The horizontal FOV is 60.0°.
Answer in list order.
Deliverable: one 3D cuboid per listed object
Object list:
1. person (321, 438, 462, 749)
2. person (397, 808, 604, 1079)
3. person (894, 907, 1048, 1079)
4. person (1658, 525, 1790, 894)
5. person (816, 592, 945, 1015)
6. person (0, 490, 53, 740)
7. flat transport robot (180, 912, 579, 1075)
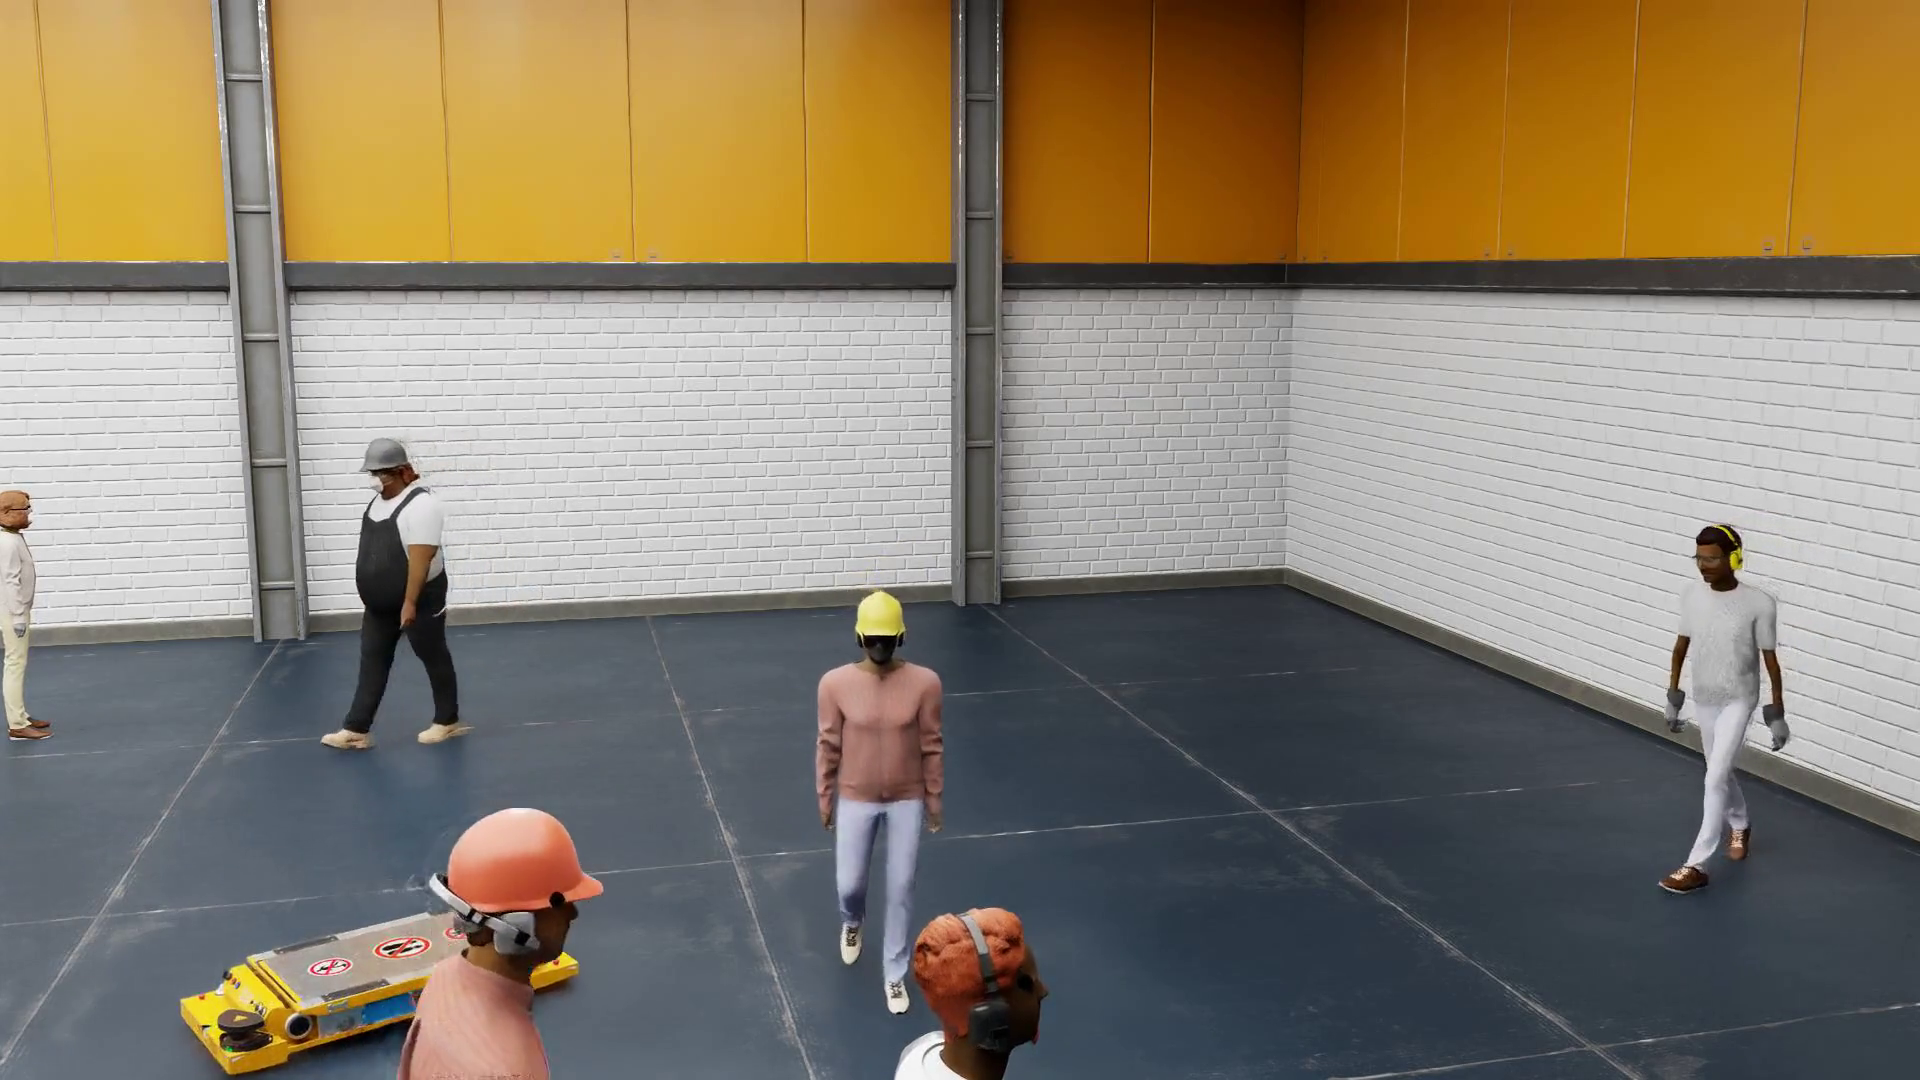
[{"bbox_3d":[-3.620,0.338,10.530,0.701,2.000,0.950,7,11,36],"label":"person"},{"bbox_3d":[-0.938,1.514,3.400,0.471,1.977,0.606,-3,9,-16],"label":"person"},{"bbox_3d":[0.037,1.602,3.132,0.355,1.885,0.575,-2,9,-14],"label":"person"},{"bbox_3d":[3.859,0.811,8.322,0.972,1.816,0.581,-6,11,-35],"label":"person"},{"bbox_3d":[-0.332,1.059,6.939,0.534,1.754,0.482,-1,9,-7],"label":"person"},{"bbox_3d":[-6.164,0.483,10.892,0.283,1.633,0.501,-5,10,-27],"label":"person"},{"bbox_3d":[-2.385,1.803,6.894,1.431,0.197,0.652,-7,12,-39],"label":"flat transport robot"}]
